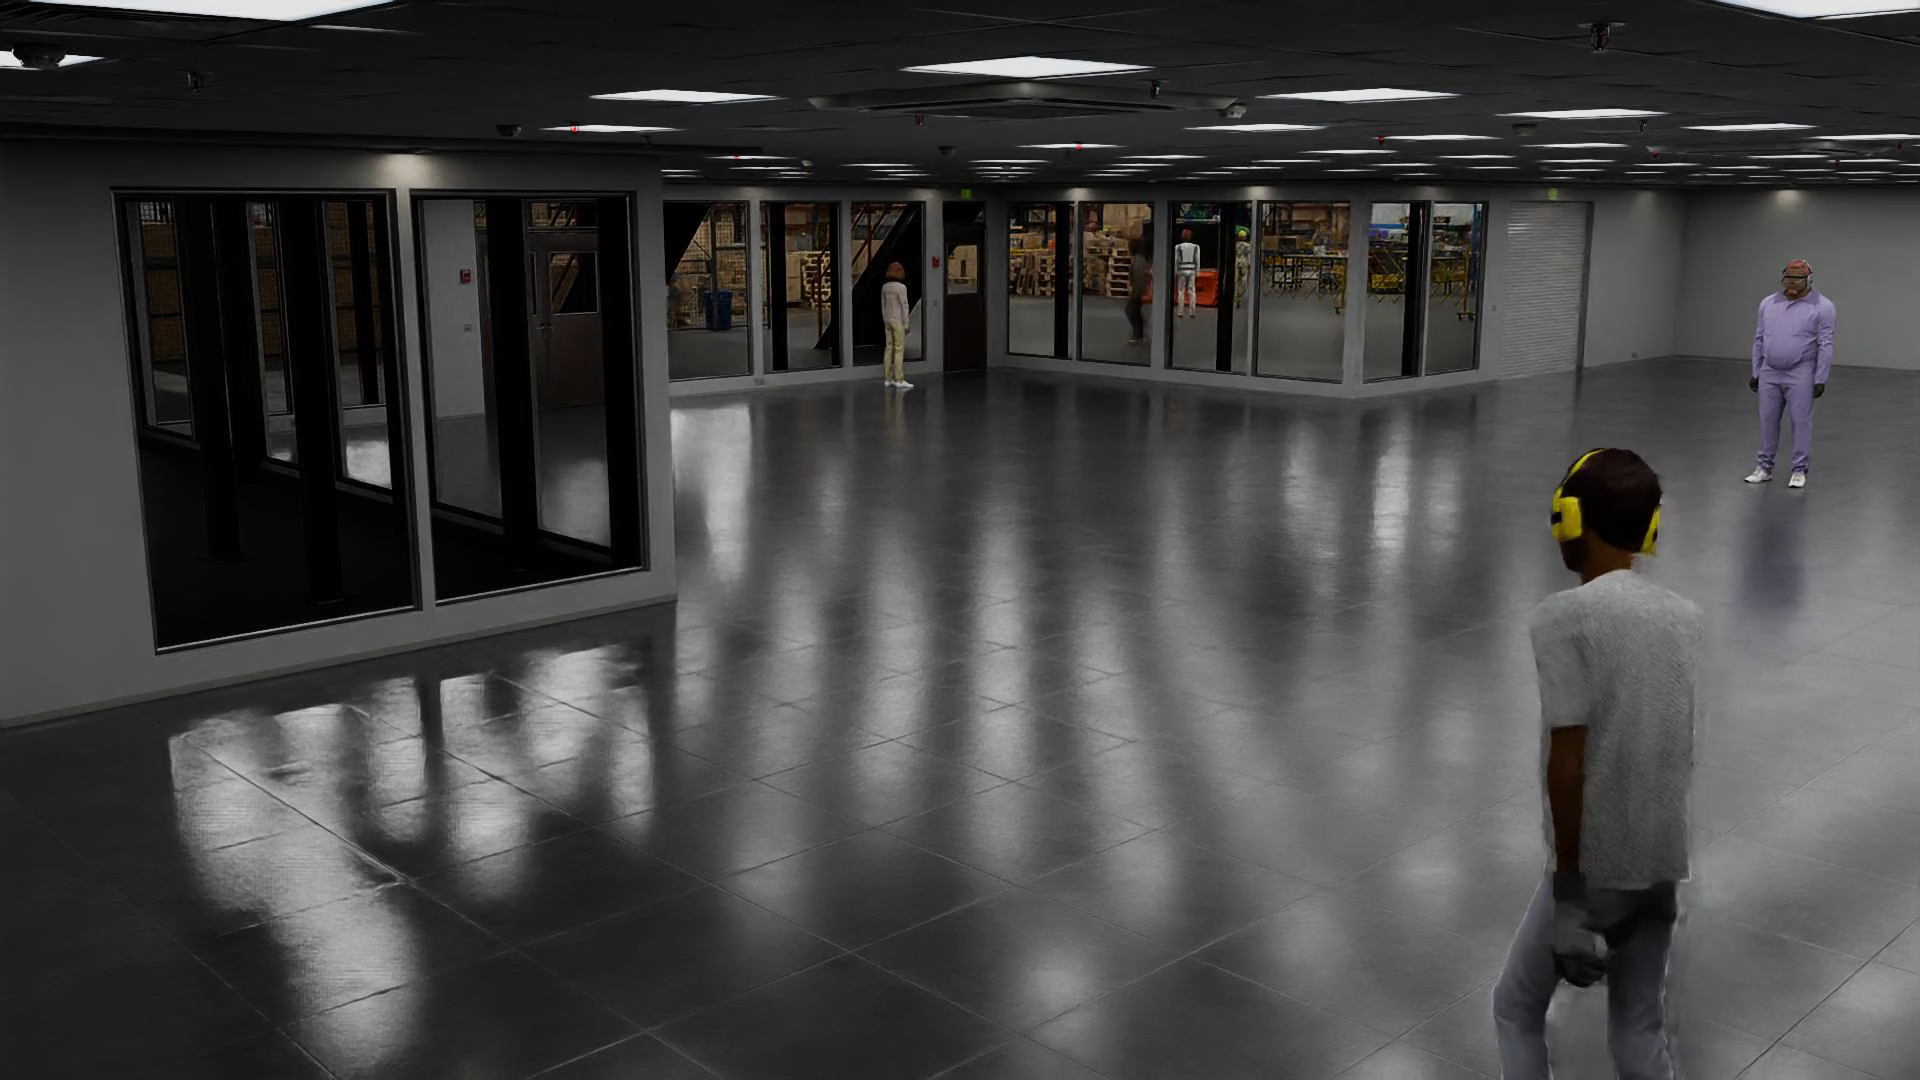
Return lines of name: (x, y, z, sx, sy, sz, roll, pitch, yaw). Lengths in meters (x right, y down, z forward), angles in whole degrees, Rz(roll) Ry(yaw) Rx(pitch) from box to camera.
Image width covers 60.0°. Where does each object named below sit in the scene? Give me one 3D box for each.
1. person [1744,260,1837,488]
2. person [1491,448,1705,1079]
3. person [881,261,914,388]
person: (6.955, -1.393, 13.969, 0.399, 1.900, 0.644, -9, 14, -38)
person: (1.392, 0.729, 3.555, 0.552, 1.811, 0.615, -5, 12, -24)
person: (-0.828, -2.803, 21.684, 0.285, 1.636, 0.498, -10, 15, -40)
